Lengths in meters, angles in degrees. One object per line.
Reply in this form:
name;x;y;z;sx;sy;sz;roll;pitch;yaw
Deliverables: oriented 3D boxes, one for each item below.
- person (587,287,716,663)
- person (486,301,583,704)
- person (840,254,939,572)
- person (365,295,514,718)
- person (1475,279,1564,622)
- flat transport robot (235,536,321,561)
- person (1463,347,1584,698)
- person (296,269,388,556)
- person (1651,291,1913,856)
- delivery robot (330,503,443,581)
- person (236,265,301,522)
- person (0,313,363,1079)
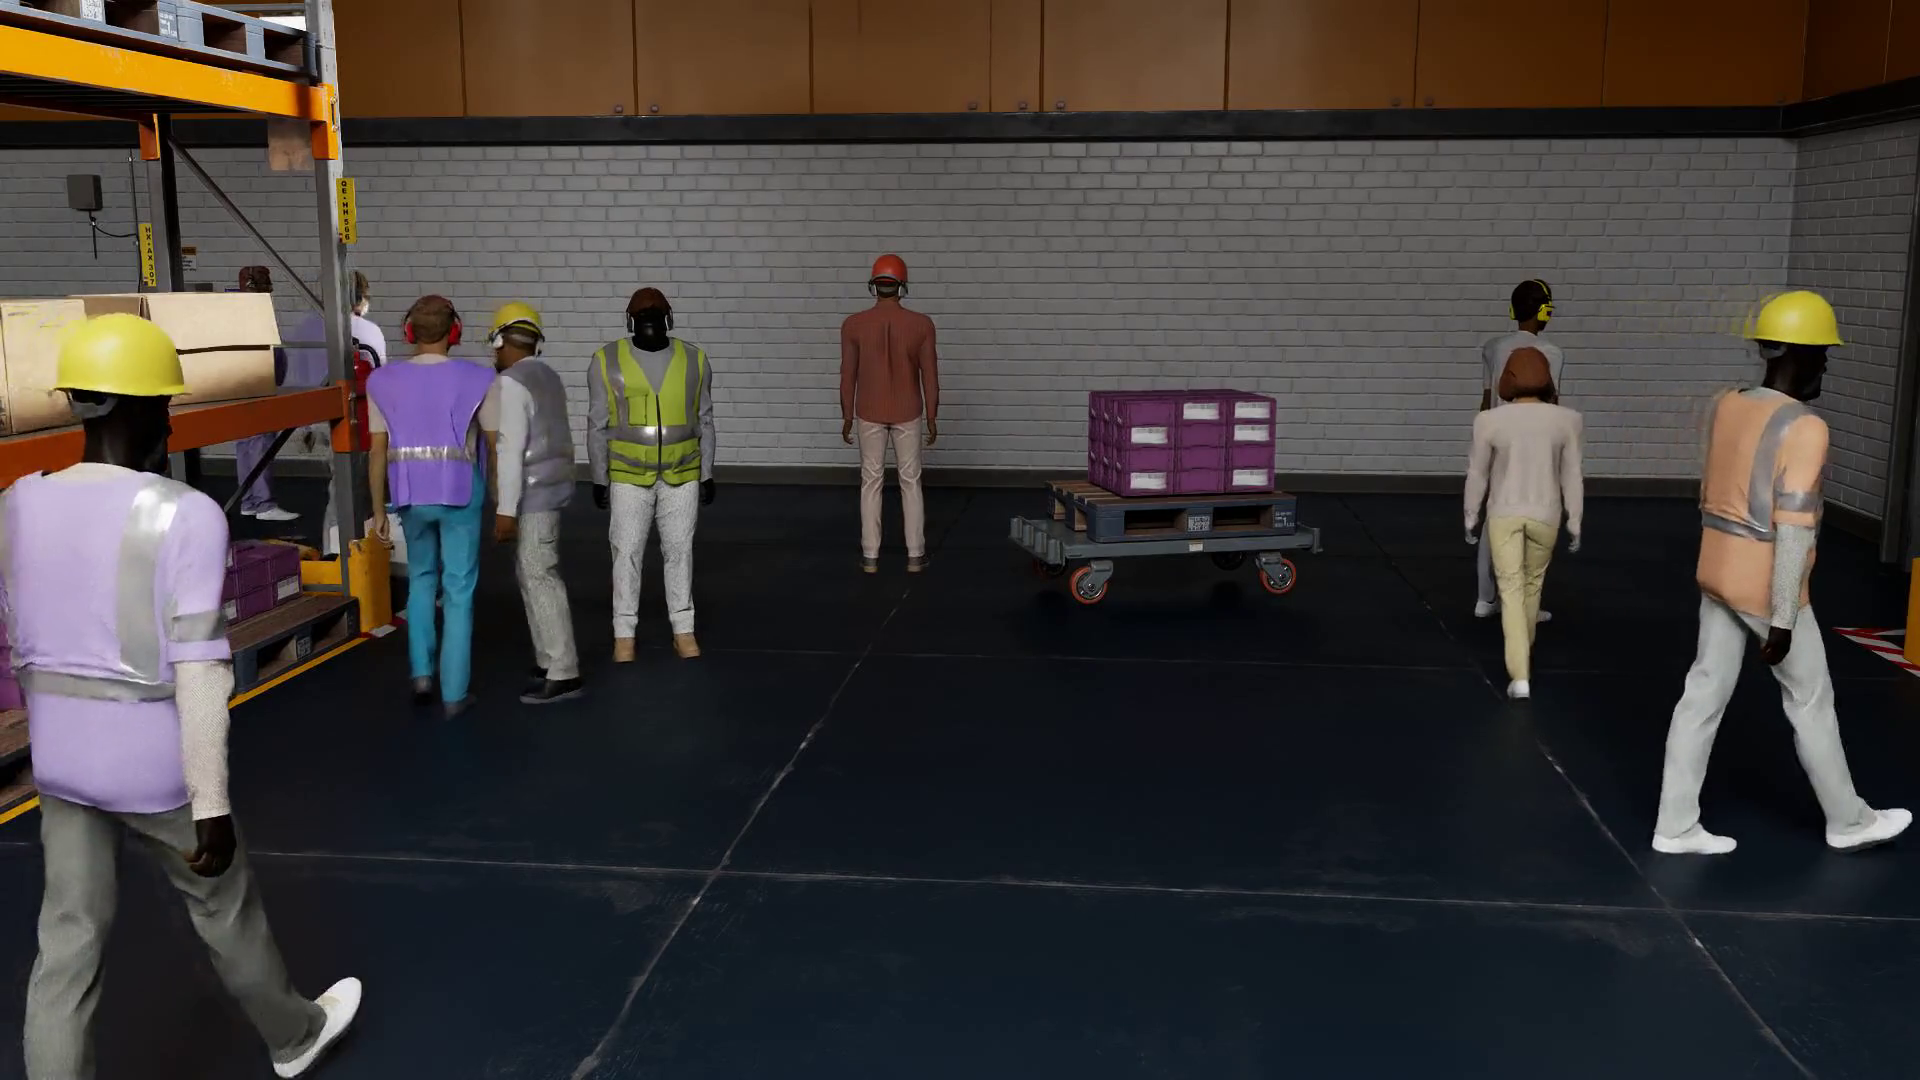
person;-1.506;-0.316;8.195;0.634;1.841;0.429;-3;10;-18
person;-1.927;-0.172;7.522;0.441;1.790;0.650;0;10;0
person;-0.442;-0.789;10.462;0.623;1.992;0.397;0;10;-1
person;-2.252;-0.146;7.280;0.587;1.825;0.531;0;10;0
person;3.045;-0.475;9.044;0.332;1.864;0.514;-7;12;-37
flat transport robot;-4.437;0.181;9.836;0.652;0.197;1.431;8;13;40
person;2.592;-0.096;7.679;0.506;1.576;0.880;1;10;6
person;-3.656;-0.676;10.070;0.685;1.898;0.762;7;12;35
person;2.754;0.138;5.483;0.927;1.883;0.594;-2;10;-10
delivery robot;-3.296;0.029;9.627;0.707;0.478;0.477;5;11;28
person;-5.245;-1.094;12.473;0.399;1.905;0.643;-8;13;-39
person;-1.764;0.451;3.673;0.616;1.876;0.958;2;10;14
